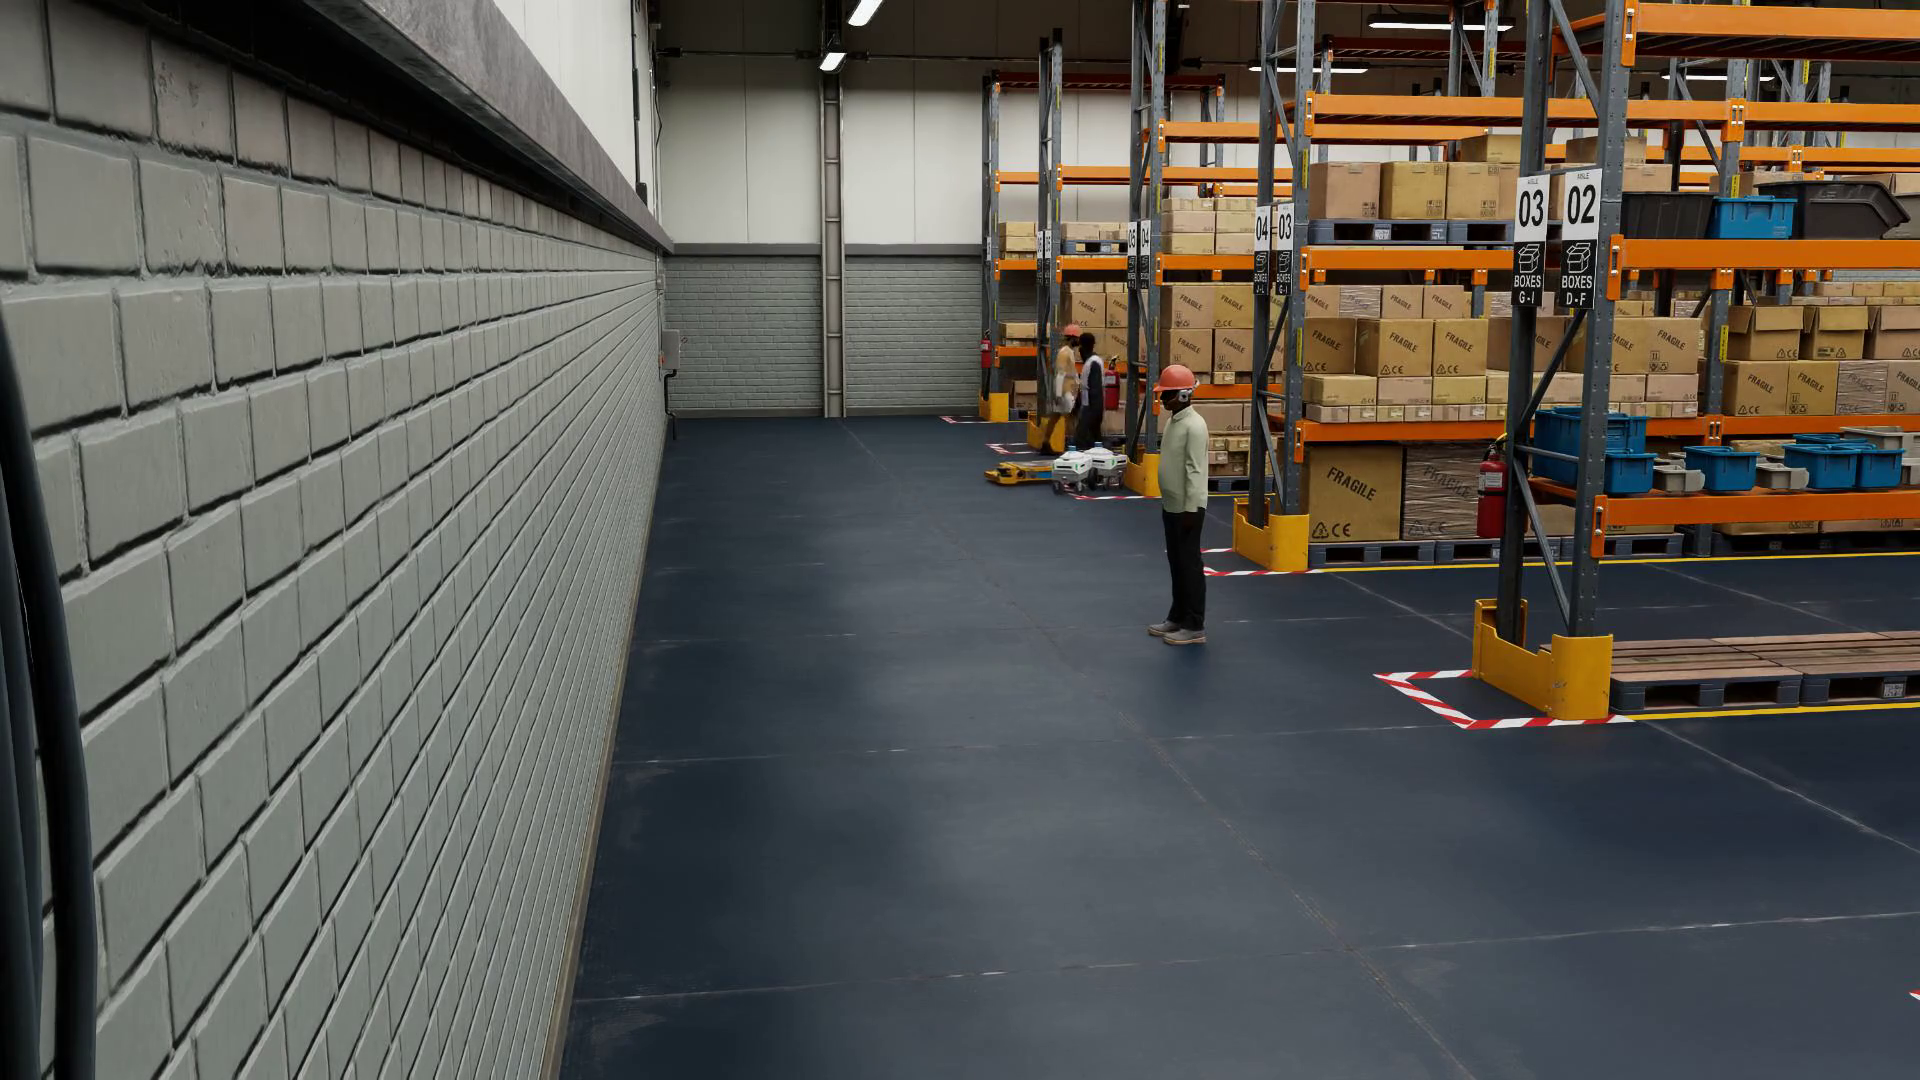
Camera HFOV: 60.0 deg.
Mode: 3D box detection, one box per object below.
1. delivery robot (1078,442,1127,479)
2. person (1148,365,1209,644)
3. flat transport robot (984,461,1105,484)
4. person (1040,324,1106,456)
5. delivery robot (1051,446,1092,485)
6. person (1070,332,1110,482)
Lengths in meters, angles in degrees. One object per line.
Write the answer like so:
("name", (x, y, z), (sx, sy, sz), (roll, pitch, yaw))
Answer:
("delivery robot", (1.693, -0.955, 20.320), (0.707, 0.478, 0.477), (8, 12, 41))
("person", (1.564, -0.255, 11.890), (0.401, 1.989, 0.613), (-2, 9, -14))
("flat transport robot", (1.078, -0.868, 20.943), (1.431, 0.197, 0.652), (-3, 10, -17))
("person", (1.599, -2.118, 23.678), (1.006, 1.878, 0.541), (1, 9, 4))
("delivery robot", (1.333, -0.879, 19.851), (0.477, 0.478, 0.707), (3, 10, 19))
("person", (1.533, -1.654, 20.842), (0.730, 1.882, 0.647), (1, 9, 4))
